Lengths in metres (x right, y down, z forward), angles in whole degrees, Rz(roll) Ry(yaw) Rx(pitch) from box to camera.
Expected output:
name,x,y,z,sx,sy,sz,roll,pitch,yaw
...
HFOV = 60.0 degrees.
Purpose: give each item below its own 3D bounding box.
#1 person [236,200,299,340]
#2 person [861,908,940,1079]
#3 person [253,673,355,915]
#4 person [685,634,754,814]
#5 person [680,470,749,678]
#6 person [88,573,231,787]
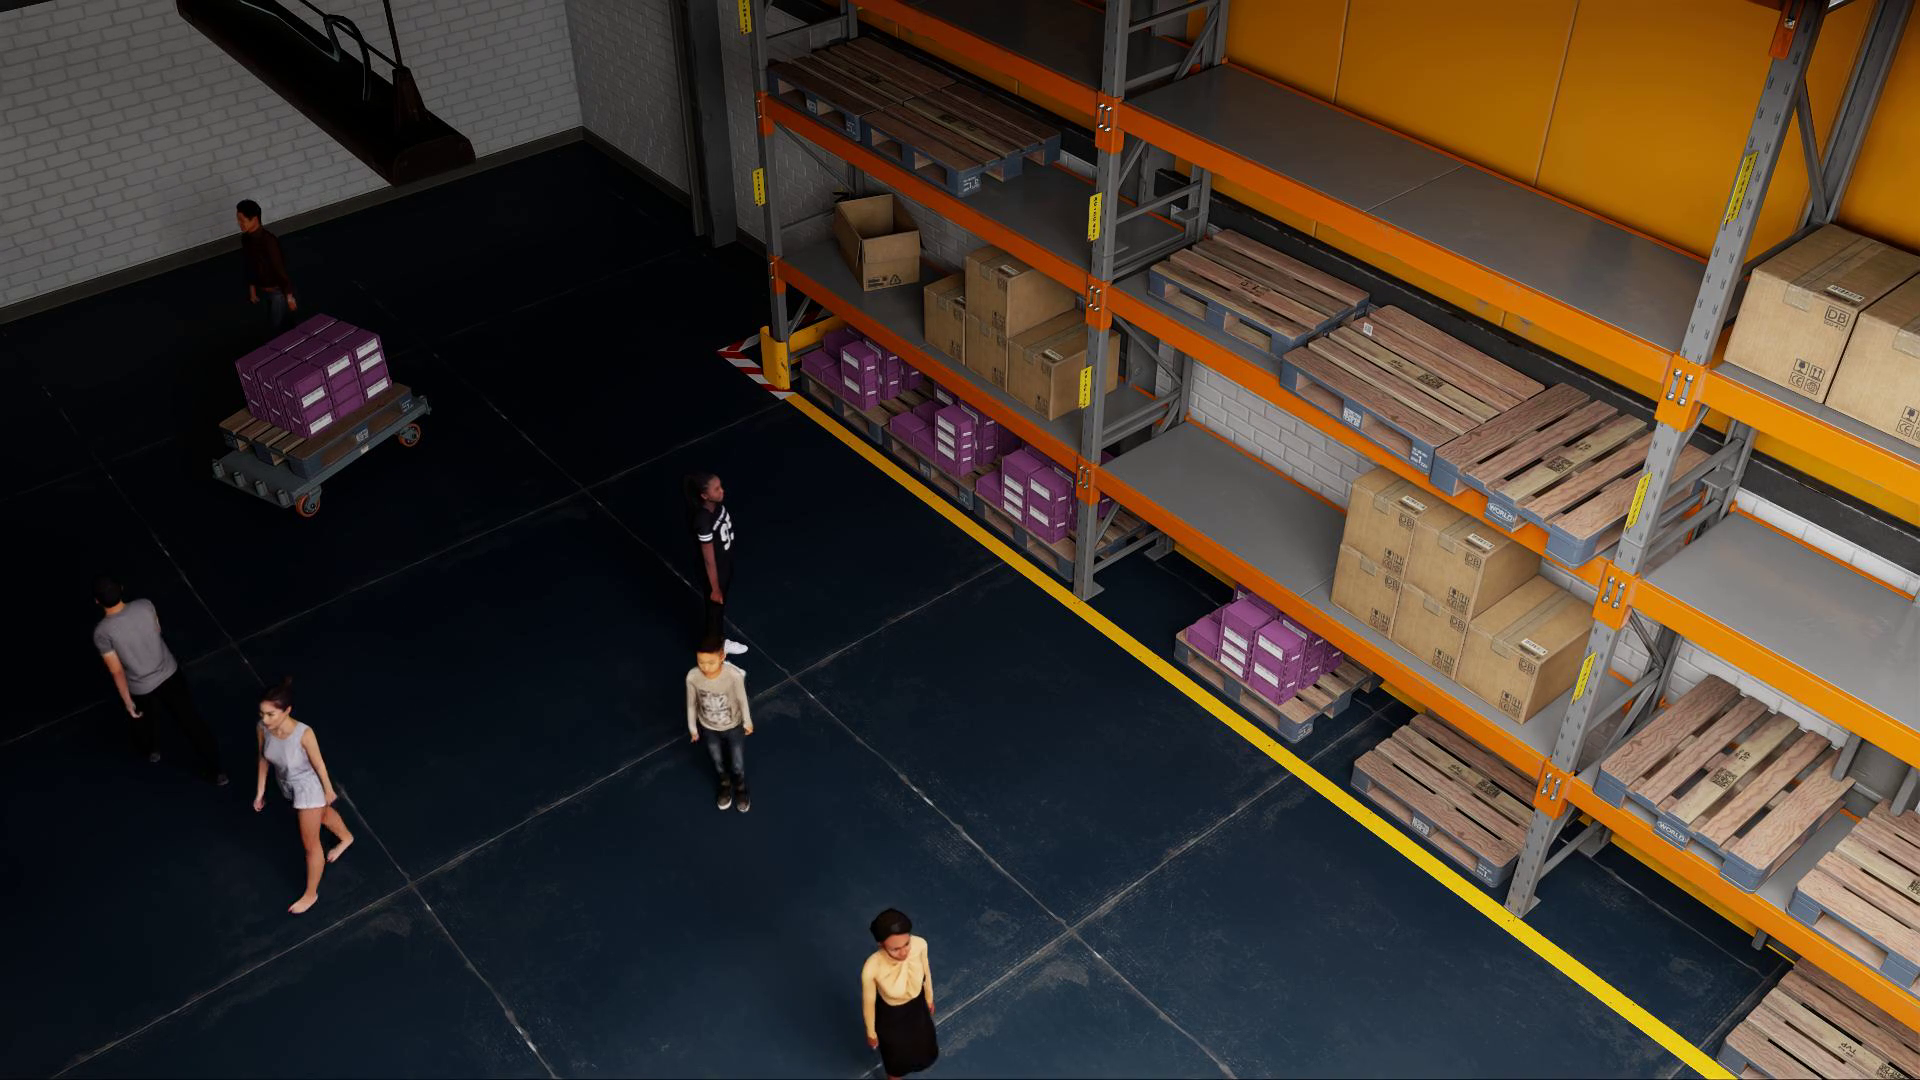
name,x,y,z,sx,sy,sz,roll,pitch,yaw
person,-6.057,-2.252,14.875,0.625,1.770,0.797,24,44,27
person,-0.365,2.516,9.004,0.619,1.645,0.776,-23,44,-26
person,-4.059,1.471,10.366,0.946,1.579,0.858,17,42,20
person,-1.551,1.146,10.873,0.657,1.455,0.705,0,39,0
person,-1.740,0.217,11.818,0.764,1.728,0.693,1,39,1
person,-5.245,0.952,10.911,1.174,1.709,0.748,25,45,28
